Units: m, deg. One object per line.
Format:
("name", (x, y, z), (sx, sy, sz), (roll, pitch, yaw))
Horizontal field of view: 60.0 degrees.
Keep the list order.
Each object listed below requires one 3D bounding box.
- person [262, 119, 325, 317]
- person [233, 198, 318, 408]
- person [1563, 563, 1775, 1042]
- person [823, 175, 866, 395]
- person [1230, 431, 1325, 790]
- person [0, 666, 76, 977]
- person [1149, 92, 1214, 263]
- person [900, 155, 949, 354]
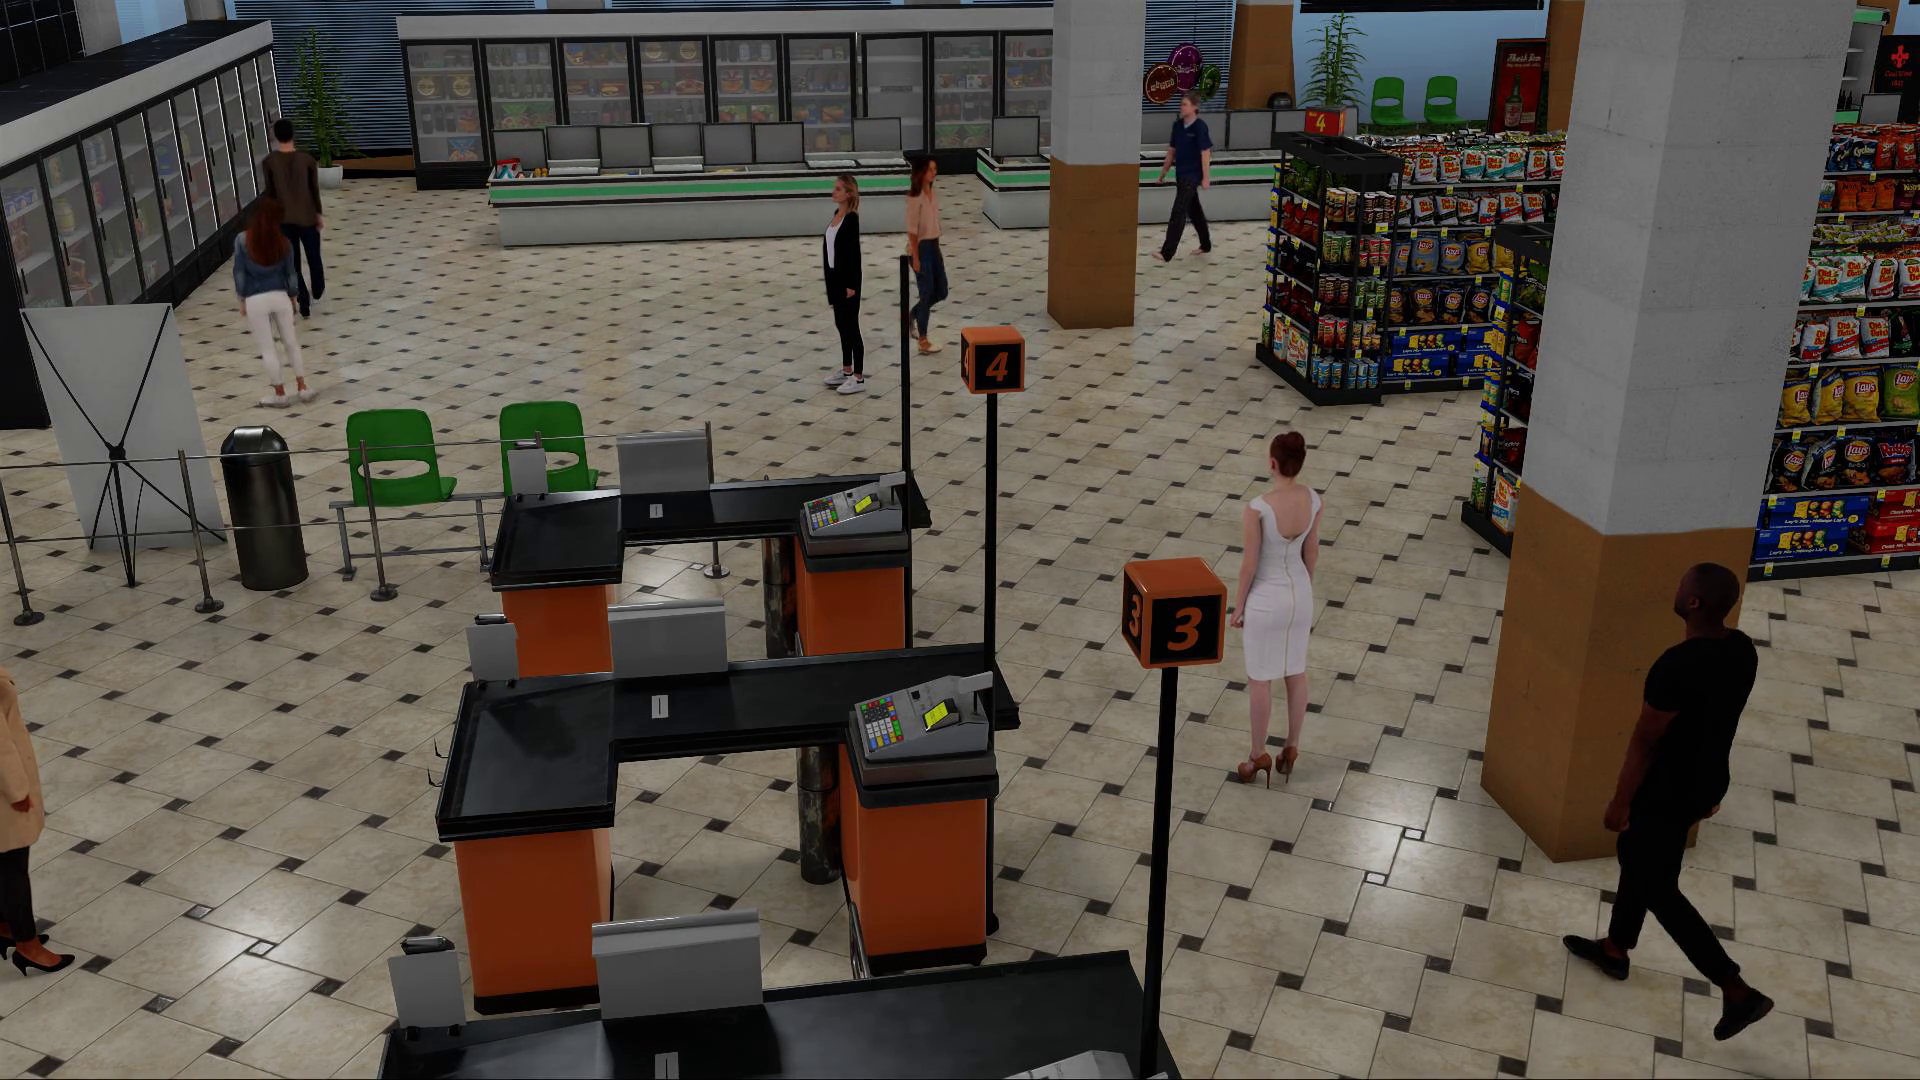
("person", (-6.450, -3.090, 16.151), (1.087, 1.844, 0.850), (-8, 23, -19))
("person", (-5.585, -1.891, 13.398), (0.799, 1.672, 0.676), (16, 27, 34))
("person", (2.686, 0.982, 6.086), (1.155, 1.793, 1.049), (-15, 27, -34))
("person", (-0.947, -2.124, 13.807), (0.598, 1.799, 0.654), (-9, 24, -22))
("person", (1.477, 0.325, 7.730), (0.474, 1.787, 0.667), (-8, 23, -18))
("person", (-3.743, 0.913, 6.408), (0.718, 1.681, 0.742), (19, 29, 39))
("person", (2.607, -3.998, 18.448), (1.255, 1.816, 0.930), (-11, 24, -26))
("person", (-0.385, -2.568, 14.941), (0.863, 1.779, 0.801), (13, 25, 30))
